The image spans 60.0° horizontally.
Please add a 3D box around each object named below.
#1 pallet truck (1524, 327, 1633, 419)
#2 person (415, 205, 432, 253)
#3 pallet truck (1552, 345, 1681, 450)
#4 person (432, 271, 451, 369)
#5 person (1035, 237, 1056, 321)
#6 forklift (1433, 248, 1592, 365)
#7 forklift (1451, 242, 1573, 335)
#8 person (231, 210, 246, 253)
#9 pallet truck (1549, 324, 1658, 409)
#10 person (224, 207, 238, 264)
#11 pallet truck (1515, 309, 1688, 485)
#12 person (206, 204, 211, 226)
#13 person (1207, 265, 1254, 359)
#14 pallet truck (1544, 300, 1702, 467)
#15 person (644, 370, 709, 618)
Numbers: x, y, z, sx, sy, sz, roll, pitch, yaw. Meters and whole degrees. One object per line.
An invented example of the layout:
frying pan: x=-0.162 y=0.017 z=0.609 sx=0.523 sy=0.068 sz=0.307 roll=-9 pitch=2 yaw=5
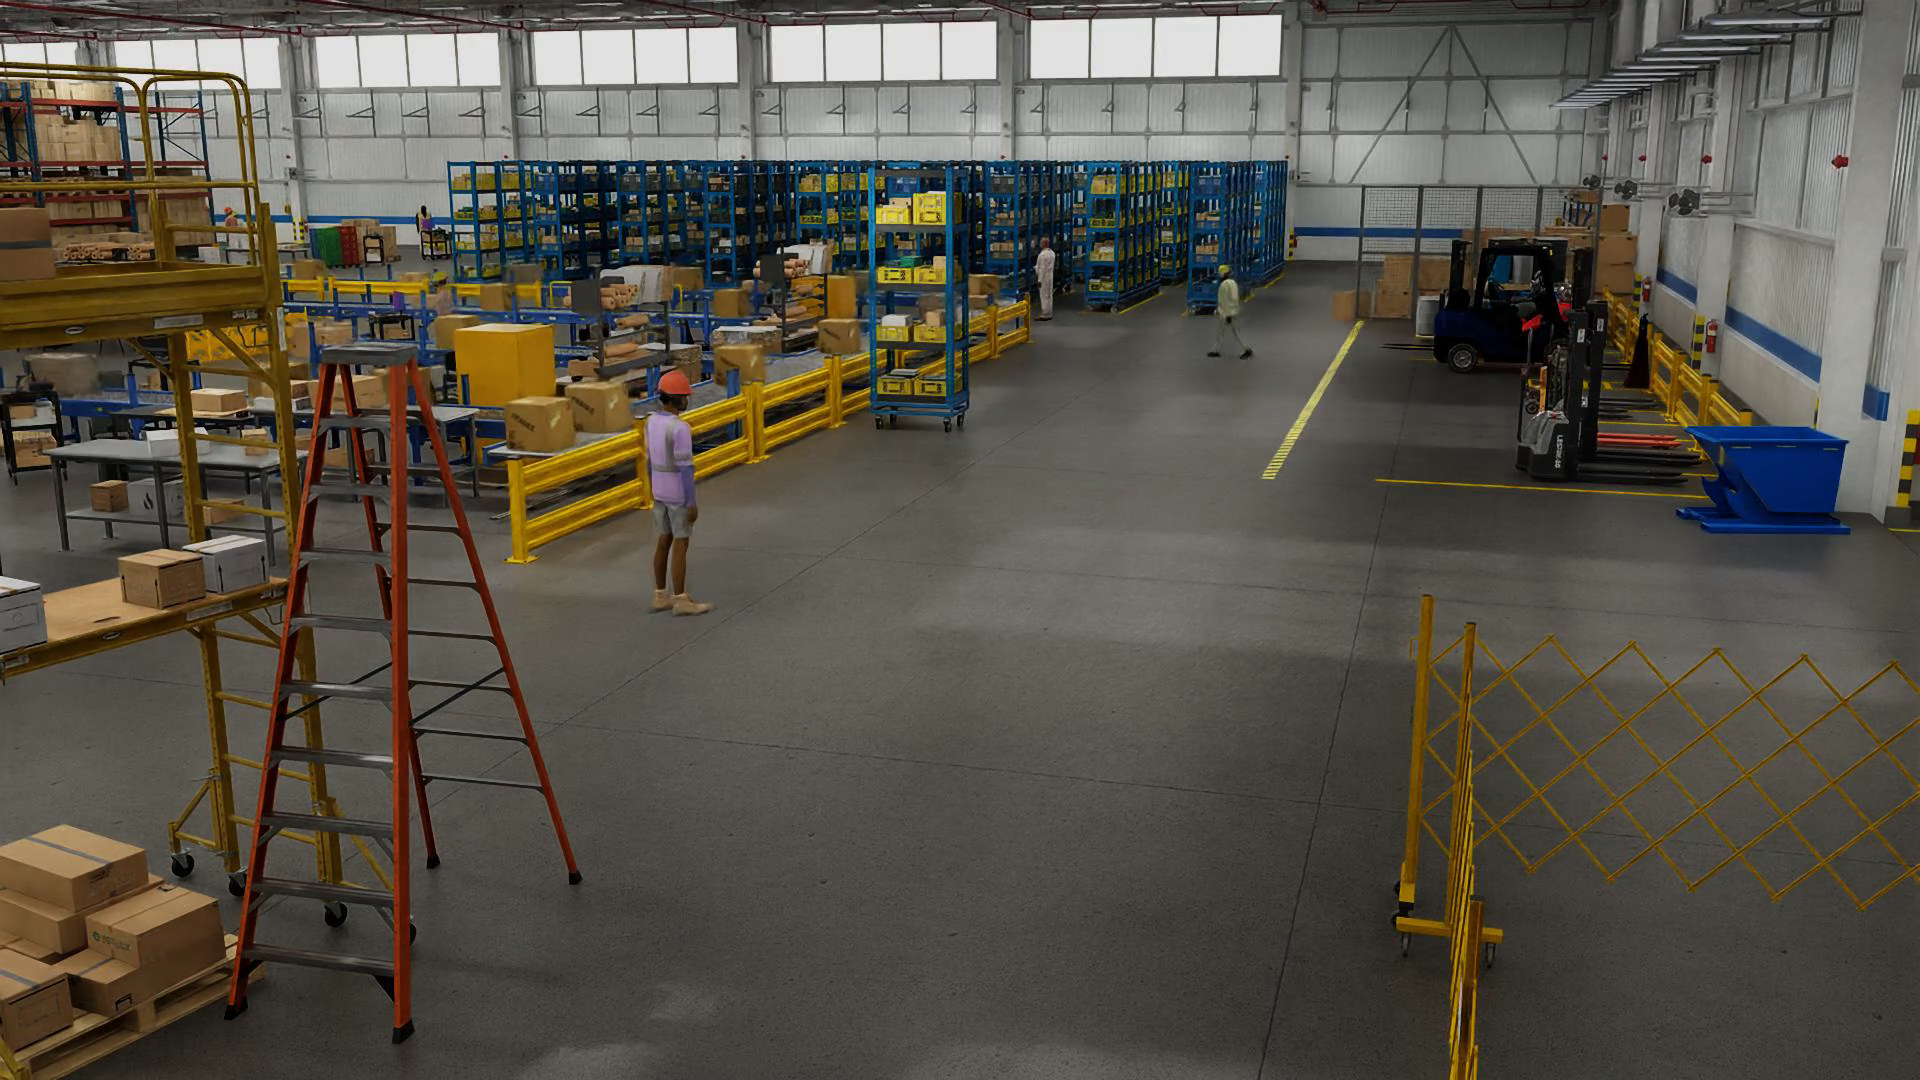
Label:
pallet truck: x=9.065 y=-2.460 z=24.370 sx=1.522 sy=1.261 sz=0.704 roll=3 pitch=13 yaw=14
person: x=-20.979 y=-12.181 z=65.170 sx=0.622 sy=1.838 sz=0.429 roll=-9 pitch=16 yaw=-34
pallet truck: x=8.641 y=-1.896 z=21.908 sx=1.630 sy=1.274 sz=0.653 roll=4 pitch=14 yaw=16
person: x=-9.156 y=-3.927 z=29.681 sx=0.558 sy=1.753 sz=0.538 roll=-3 pitch=13 yaw=-12
person: x=1.946 y=-6.010 z=38.359 sx=0.410 sy=1.909 sz=0.643 roll=6 pitch=15 yaw=26
forklift: x=9.780 y=-4.111 z=29.280 sx=2.680 sy=1.987 sz=1.157 roll=3 pitch=13 yaw=14
forklift: x=10.464 y=-4.597 z=31.405 sx=2.680 sy=1.987 sz=1.157 roll=4 pitch=14 yaw=16
person: x=-27.238 y=-11.578 z=62.821 sx=0.605 sy=1.726 sz=0.441 roll=-7 pitch=15 yaw=-29
pallet truck: x=9.824 y=-2.669 z=25.407 sx=1.601 sy=1.201 sz=0.680 roll=4 pitch=14 yaw=16
person: x=-25.622 y=-10.708 z=58.494 sx=0.415 sy=1.985 sz=0.611 roll=2 pitch=13 yaw=10
pallet truck: x=7.554 y=-1.677 z=19.446 sx=1.885 sy=1.965 sz=0.823 roll=3 pitch=13 yaw=14
person: x=-28.806 y=-11.884 z=63.707 sx=0.661 sy=1.918 sz=0.569 roll=2 pitch=13 yaw=8
person: x=5.120 y=-4.267 z=31.178 sx=0.961 sy=1.765 sz=0.596 roll=12 pitch=17 yaw=41
pallet truck: x=8.263 y=-1.952 z=20.631 sx=1.885 sy=1.965 sz=0.823 roll=5 pitch=14 yaw=20
person: x=-2.345 y=-0.386 z=13.769 sx=0.391 sy=2.041 sz=0.615 roll=-11 pitch=17 yaw=-39
